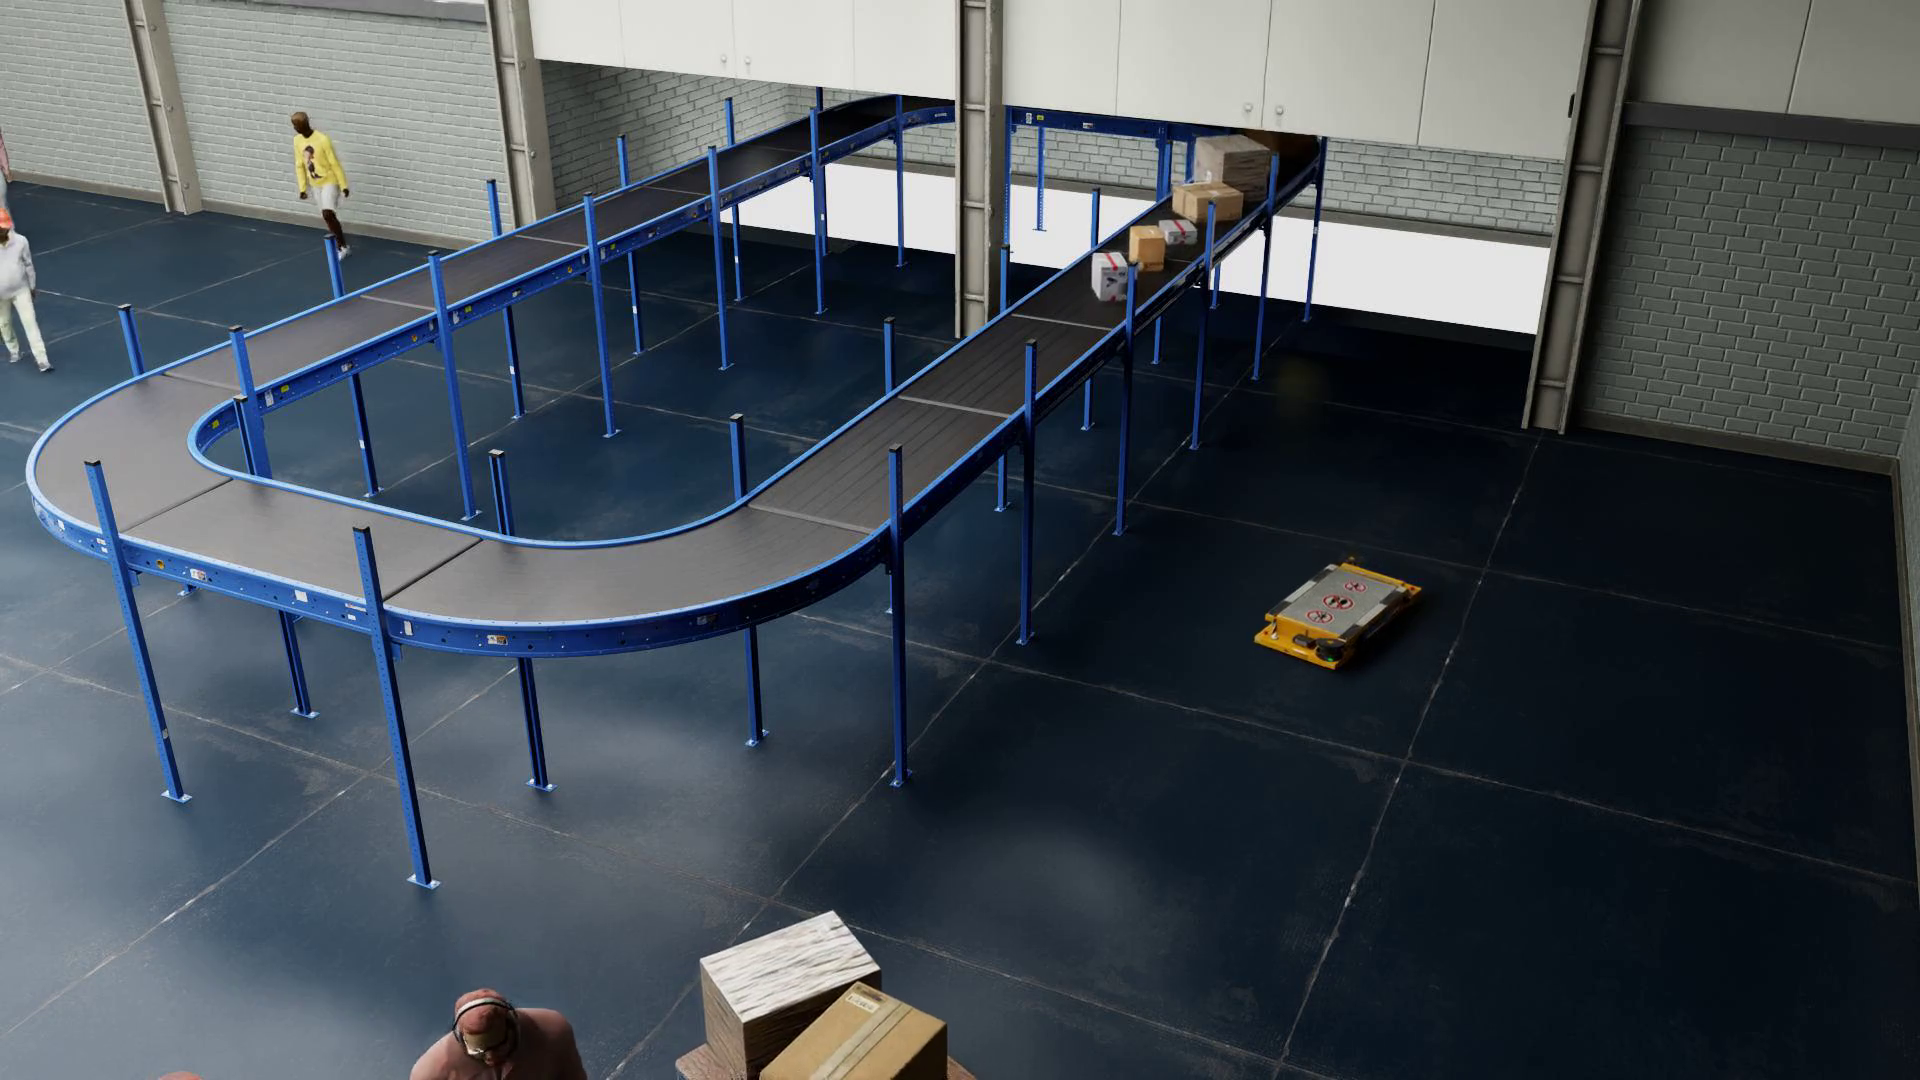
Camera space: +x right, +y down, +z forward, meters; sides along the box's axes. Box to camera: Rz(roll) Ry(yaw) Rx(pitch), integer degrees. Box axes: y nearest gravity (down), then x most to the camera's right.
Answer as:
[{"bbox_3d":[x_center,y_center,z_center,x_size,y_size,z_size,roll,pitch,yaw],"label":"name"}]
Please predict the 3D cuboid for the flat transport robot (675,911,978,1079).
[{"bbox_3d":[-0.595,2.801,7.833,1.431,0.231,0.659,-21,34,-36],"label":"flat transport robot"}]

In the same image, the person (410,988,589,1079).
[{"bbox_3d":[-1.803,2.471,6.732,0.704,1.831,1.019,-17,31,-30],"label":"person"}]

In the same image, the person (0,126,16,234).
[{"bbox_3d":[-12.258,-4.607,20.882,0.634,1.938,0.363,-18,32,-33],"label":"person"}]

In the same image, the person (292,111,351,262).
[{"bbox_3d":[-7.846,-4.332,20.422,0.580,1.857,0.677,10,28,19],"label":"person"}]

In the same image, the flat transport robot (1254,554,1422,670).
[{"bbox_3d":[2.842,0.525,12.418,0.659,0.231,1.431,19,32,34],"label":"flat transport robot"}]

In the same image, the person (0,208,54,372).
[{"bbox_3d":[-9.739,-2.573,17.053,0.567,1.693,0.939,-21,33,-36],"label":"person"}]
